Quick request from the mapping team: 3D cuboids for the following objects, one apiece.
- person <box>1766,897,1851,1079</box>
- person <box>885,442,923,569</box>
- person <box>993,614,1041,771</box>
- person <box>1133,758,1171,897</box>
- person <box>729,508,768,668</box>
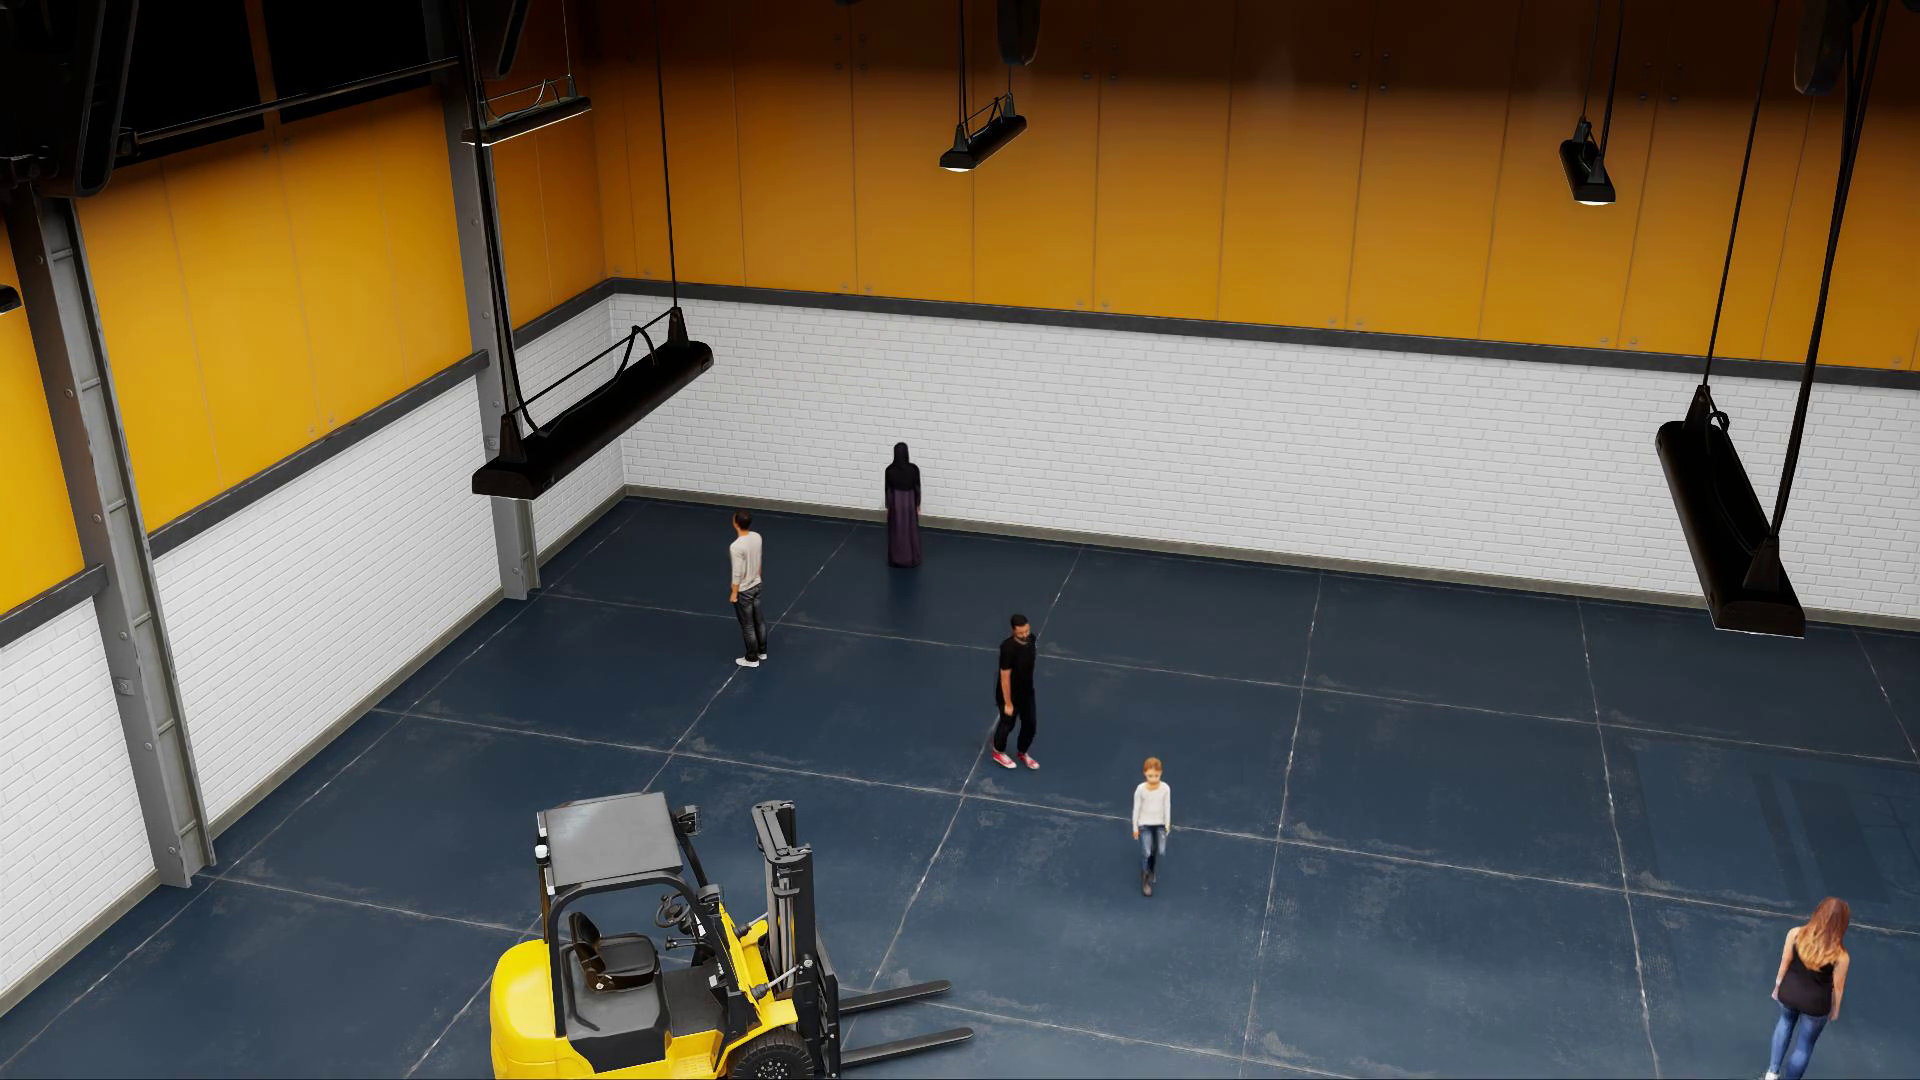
[{"bbox_3d":[5.941,3.292,11.774,0.753,1.709,0.702,-18,29,-35],"label":"person"},{"bbox_3d":[-0.708,-0.444,20.436,0.679,1.615,0.687,-1,24,-3],"label":"person"},{"bbox_3d":[0.495,1.435,16.008,0.876,1.720,0.824,17,29,34],"label":"person"},{"bbox_3d":[1.633,2.419,14.271,0.570,1.308,0.630,-3,24,-6],"label":"person"},{"bbox_3d":[-2.295,0.508,18.014,0.772,1.811,0.564,13,27,27],"label":"person"}]
